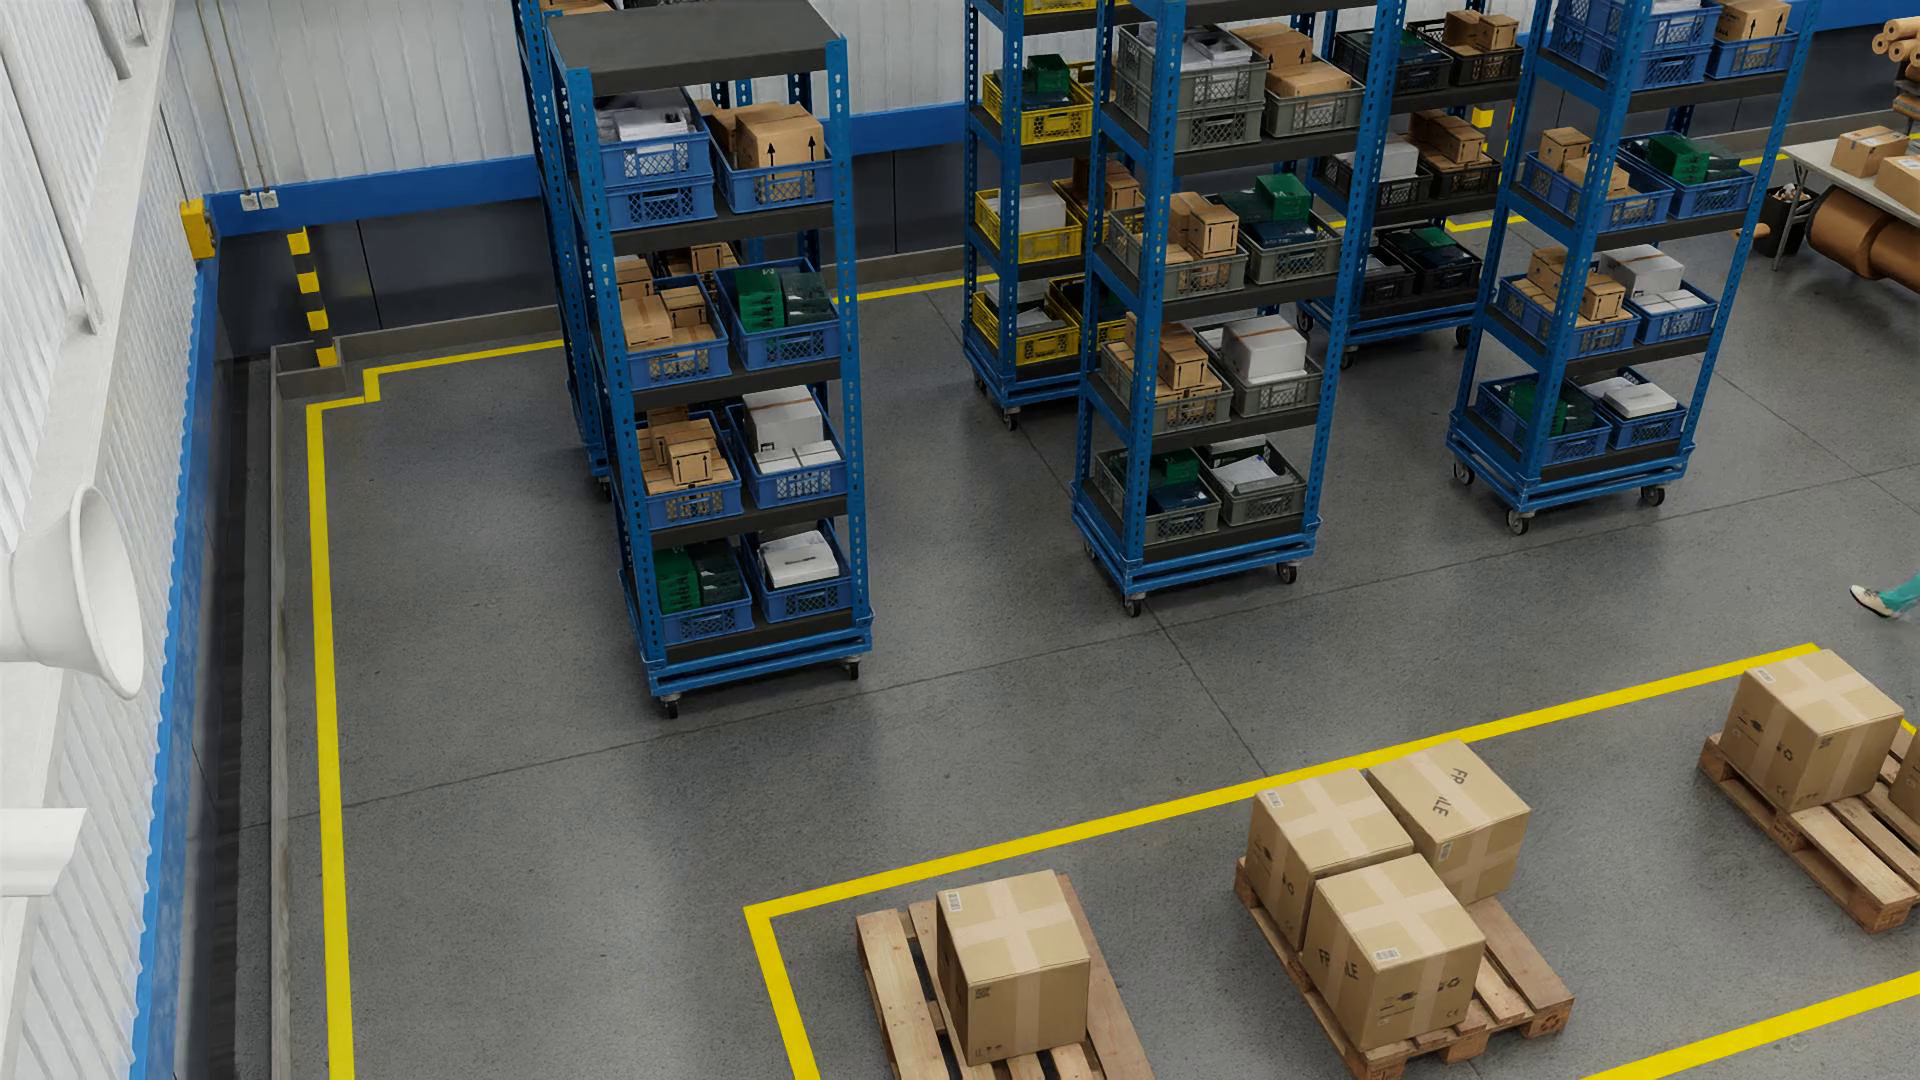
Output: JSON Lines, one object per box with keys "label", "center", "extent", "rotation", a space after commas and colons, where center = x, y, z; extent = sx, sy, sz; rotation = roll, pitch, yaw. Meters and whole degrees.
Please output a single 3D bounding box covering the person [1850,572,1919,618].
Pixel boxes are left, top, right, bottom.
{"label": "person", "center": [5.623, -0.208, 9.091], "extent": [0.916, 1.717, 0.541], "rotation": [23, 41, 29]}
